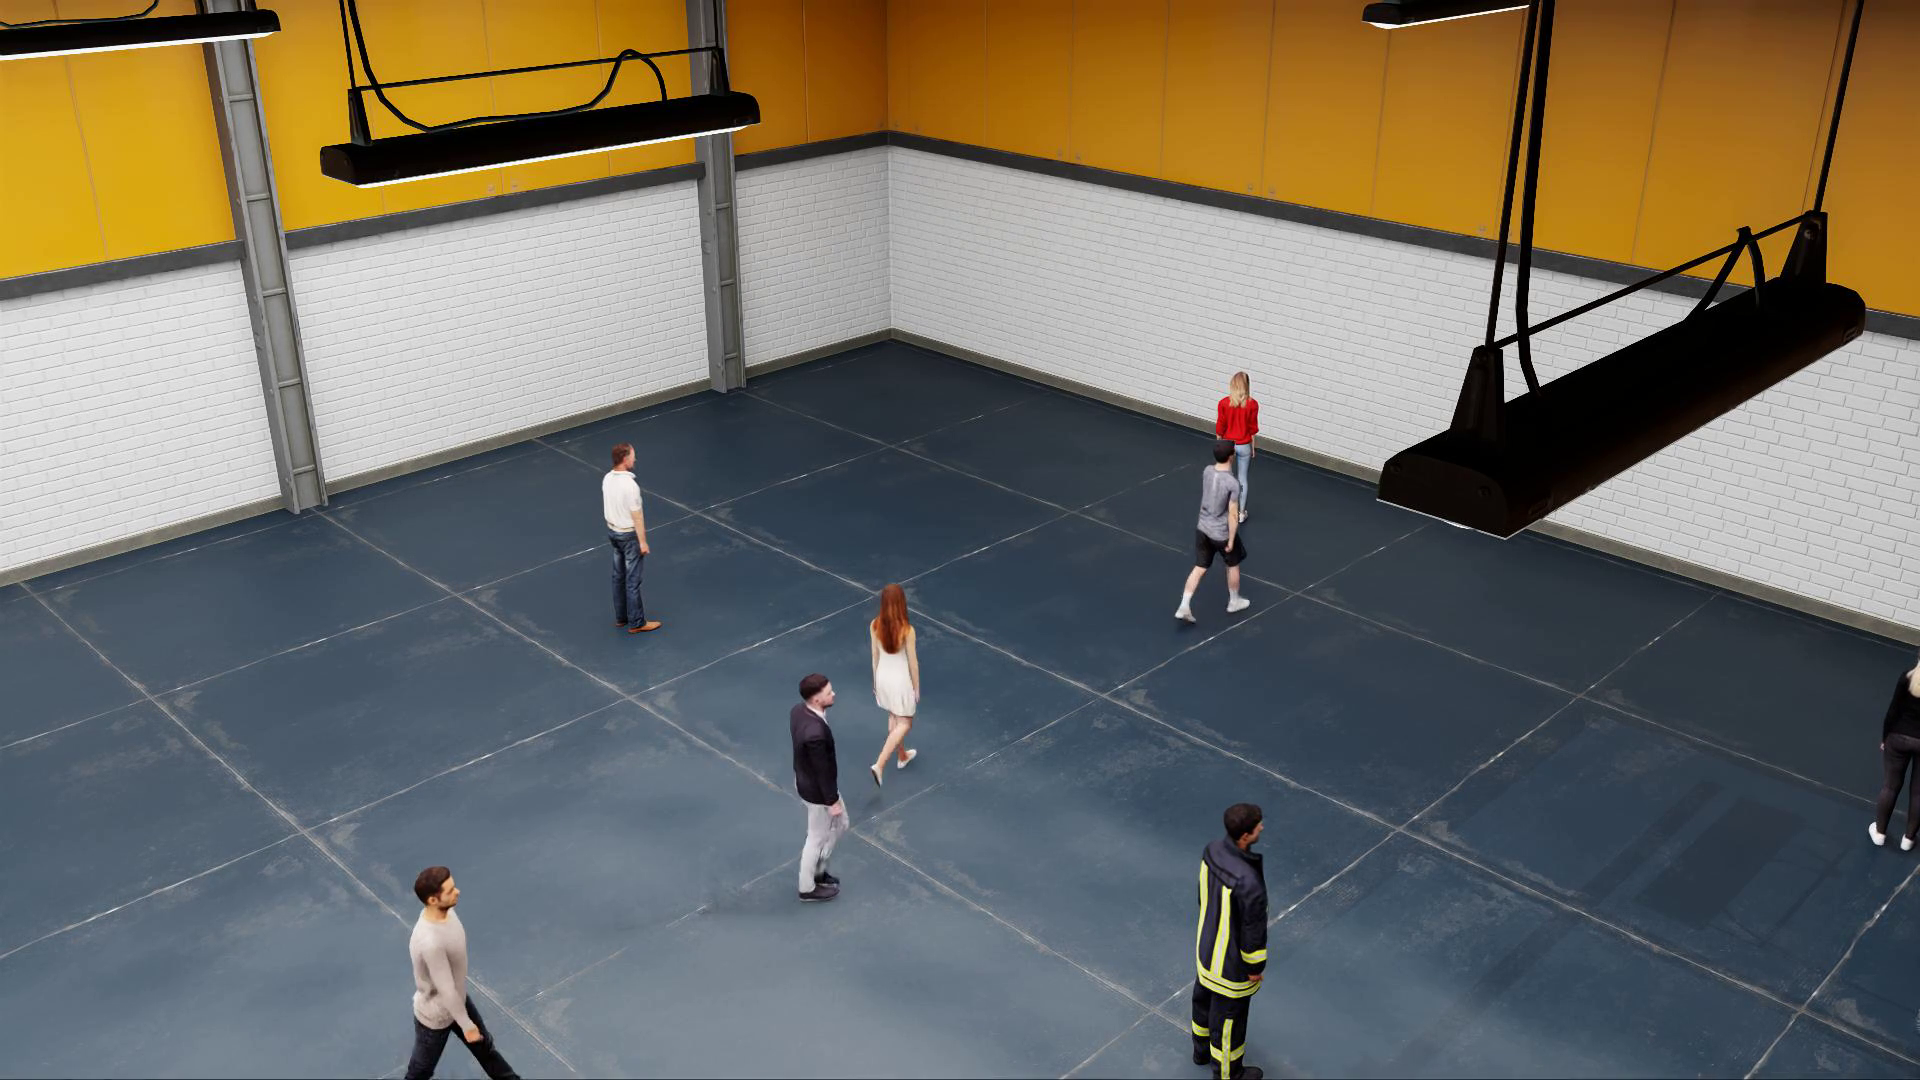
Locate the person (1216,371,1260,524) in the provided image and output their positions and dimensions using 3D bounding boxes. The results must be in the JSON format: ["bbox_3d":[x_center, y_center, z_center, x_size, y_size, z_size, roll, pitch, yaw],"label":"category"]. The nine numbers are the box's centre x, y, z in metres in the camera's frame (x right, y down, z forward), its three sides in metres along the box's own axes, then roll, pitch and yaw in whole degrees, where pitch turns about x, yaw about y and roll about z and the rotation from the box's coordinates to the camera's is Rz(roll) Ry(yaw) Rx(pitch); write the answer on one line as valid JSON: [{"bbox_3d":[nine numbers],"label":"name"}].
[{"bbox_3d":[3.009,-1.014,18.139,0.688,1.703,0.714,3,24,7],"label":"person"}]

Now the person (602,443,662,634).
[{"bbox_3d":[-3.169,-0.025,15.695,0.569,1.849,0.668,-20,30,-38],"label":"person"}]

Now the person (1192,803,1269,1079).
[{"bbox_3d":[1.619,2.418,10.009,0.837,1.927,0.879,-8,25,-18],"label":"person"}]

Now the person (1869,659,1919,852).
[{"bbox_3d":[7.091,1.525,12.355,0.657,1.685,0.618,13,27,28],"label":"person"}]

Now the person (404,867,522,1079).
[{"bbox_3d":[-3.047,2.706,9.495,1.254,1.811,1.149,-2,24,-4],"label":"person"}]

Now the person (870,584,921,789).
[{"bbox_3d":[-0.551,1.172,13.156,0.764,1.690,1.077,11,26,24],"label":"person"}]

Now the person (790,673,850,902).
[{"bbox_3d":[-1.091,1.765,11.631,0.805,1.825,0.785,-6,24,-13],"label":"person"}]

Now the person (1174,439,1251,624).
[{"bbox_3d":[2.362,-0.068,15.788,1.168,1.854,0.708,-19,30,-37],"label":"person"}]
